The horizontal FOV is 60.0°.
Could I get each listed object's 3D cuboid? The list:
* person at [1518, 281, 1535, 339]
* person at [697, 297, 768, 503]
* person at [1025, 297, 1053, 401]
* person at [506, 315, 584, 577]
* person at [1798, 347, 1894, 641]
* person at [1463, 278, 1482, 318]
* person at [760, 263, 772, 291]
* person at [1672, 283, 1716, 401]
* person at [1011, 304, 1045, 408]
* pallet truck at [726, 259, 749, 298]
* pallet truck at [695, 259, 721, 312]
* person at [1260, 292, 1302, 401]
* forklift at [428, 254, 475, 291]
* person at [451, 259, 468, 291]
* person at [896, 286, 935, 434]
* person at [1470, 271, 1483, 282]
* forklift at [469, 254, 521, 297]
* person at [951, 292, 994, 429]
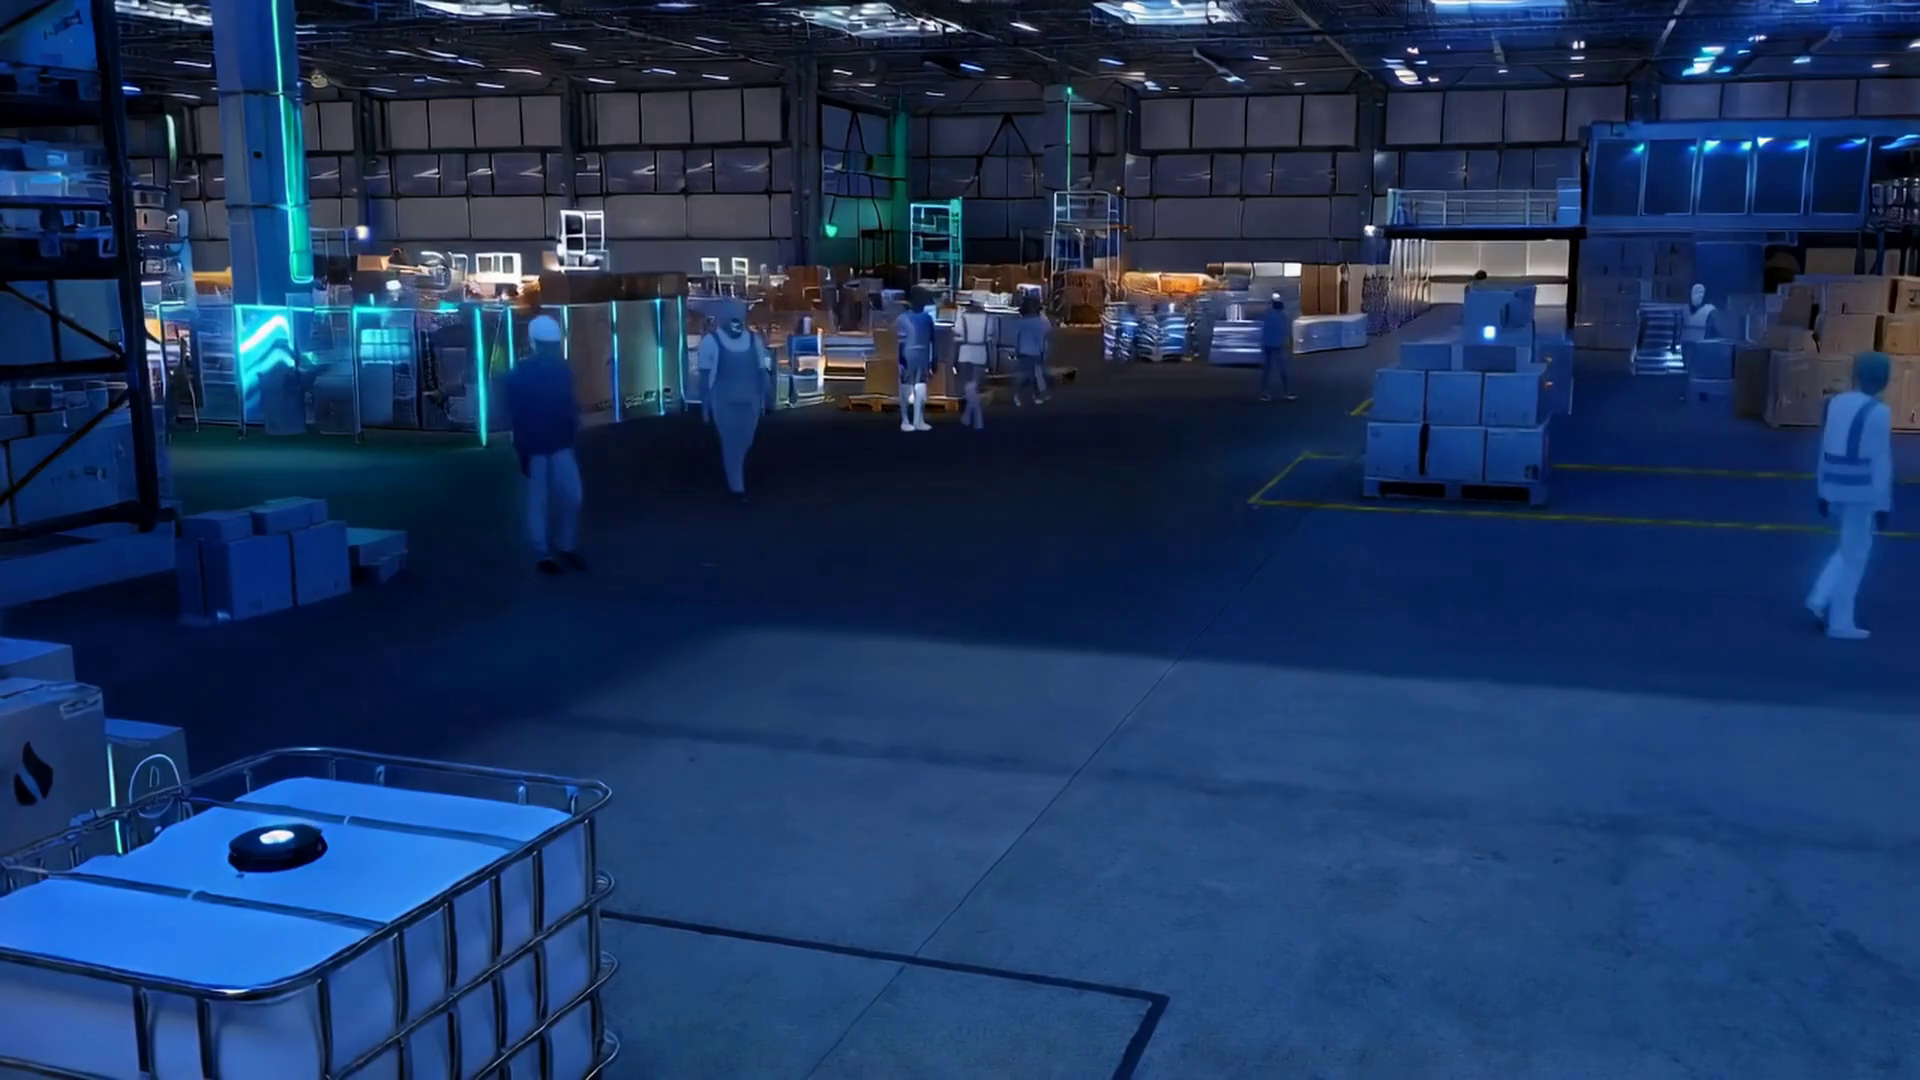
[{"bbox_3d":[10.227,-3.825,30.525,0.401,1.848,0.544,-8,13,-37],"label":"person"},{"bbox_3d":[-2.247,-1.427,16.475,0.686,2.000,0.923,-6,11,-29],"label":"person"},{"bbox_3d":[1.235,-3.064,26.739,0.397,1.669,0.568,-4,11,-20],"label":"person"},{"bbox_3d":[-3.098,-0.694,12.517,0.600,1.975,0.441,-8,13,-39],"label":"person"},{"bbox_3d":[5.653,-0.276,10.472,0.418,1.866,0.599,-1,10,-6],"label":"person"},{"bbox_3d":[10.762,-4.572,34.845,0.539,1.815,0.987,8,13,36],"label":"person"},{"bbox_3d":[-7.041,-9.015,59.778,1.011,1.841,0.652,1,10,3],"label":"person"},{"bbox_3d":[11.887,-3.189,26.805,0.788,1.898,0.590,-6,12,-31],"label":"person"},{"bbox_3d":[1.031,-2.838,25.656,0.503,1.596,0.828,9,13,41],"label":"person"},{"bbox_3d":[-7.986,-9.493,62.019,0.823,1.965,1.885,3,11,17],"label":"pallet truck"},{"bbox_3d":[-9.165,-9.627,62.776,0.823,1.965,1.885,4,11,23],"label":"pallet truck"},{"bbox_3d":[5.158,-3.098,26.712,0.800,1.733,0.547,-6,12,-29],"label":"person"},{"bbox_3d":[-20.133,-10.254,65.465,1.157,1.987,2.680,3,11,19],"label":"forklift"},{"bbox_3d":[-16.505,-8.231,54.772,0.607,2.048,0.366,0,10,1],"label":"person"},{"bbox_3d":[-0.572,-2.400,22.184,0.610,1.956,0.389,-9,13,-41],"label":"person"},{"bbox_3d":[11.526,-5.031,37.108,0.397,1.929,0.541,4,11,22],"label":"person"},{"bbox_3d":[-17.990,-10.121,64.684,1.157,1.987,2.680,3,11,17],"label":"forklift"},{"bbox_3d":[0.194,-2.477,22.886,0.583,1.874,0.965,-3,11,-16],"label":"person"}]
